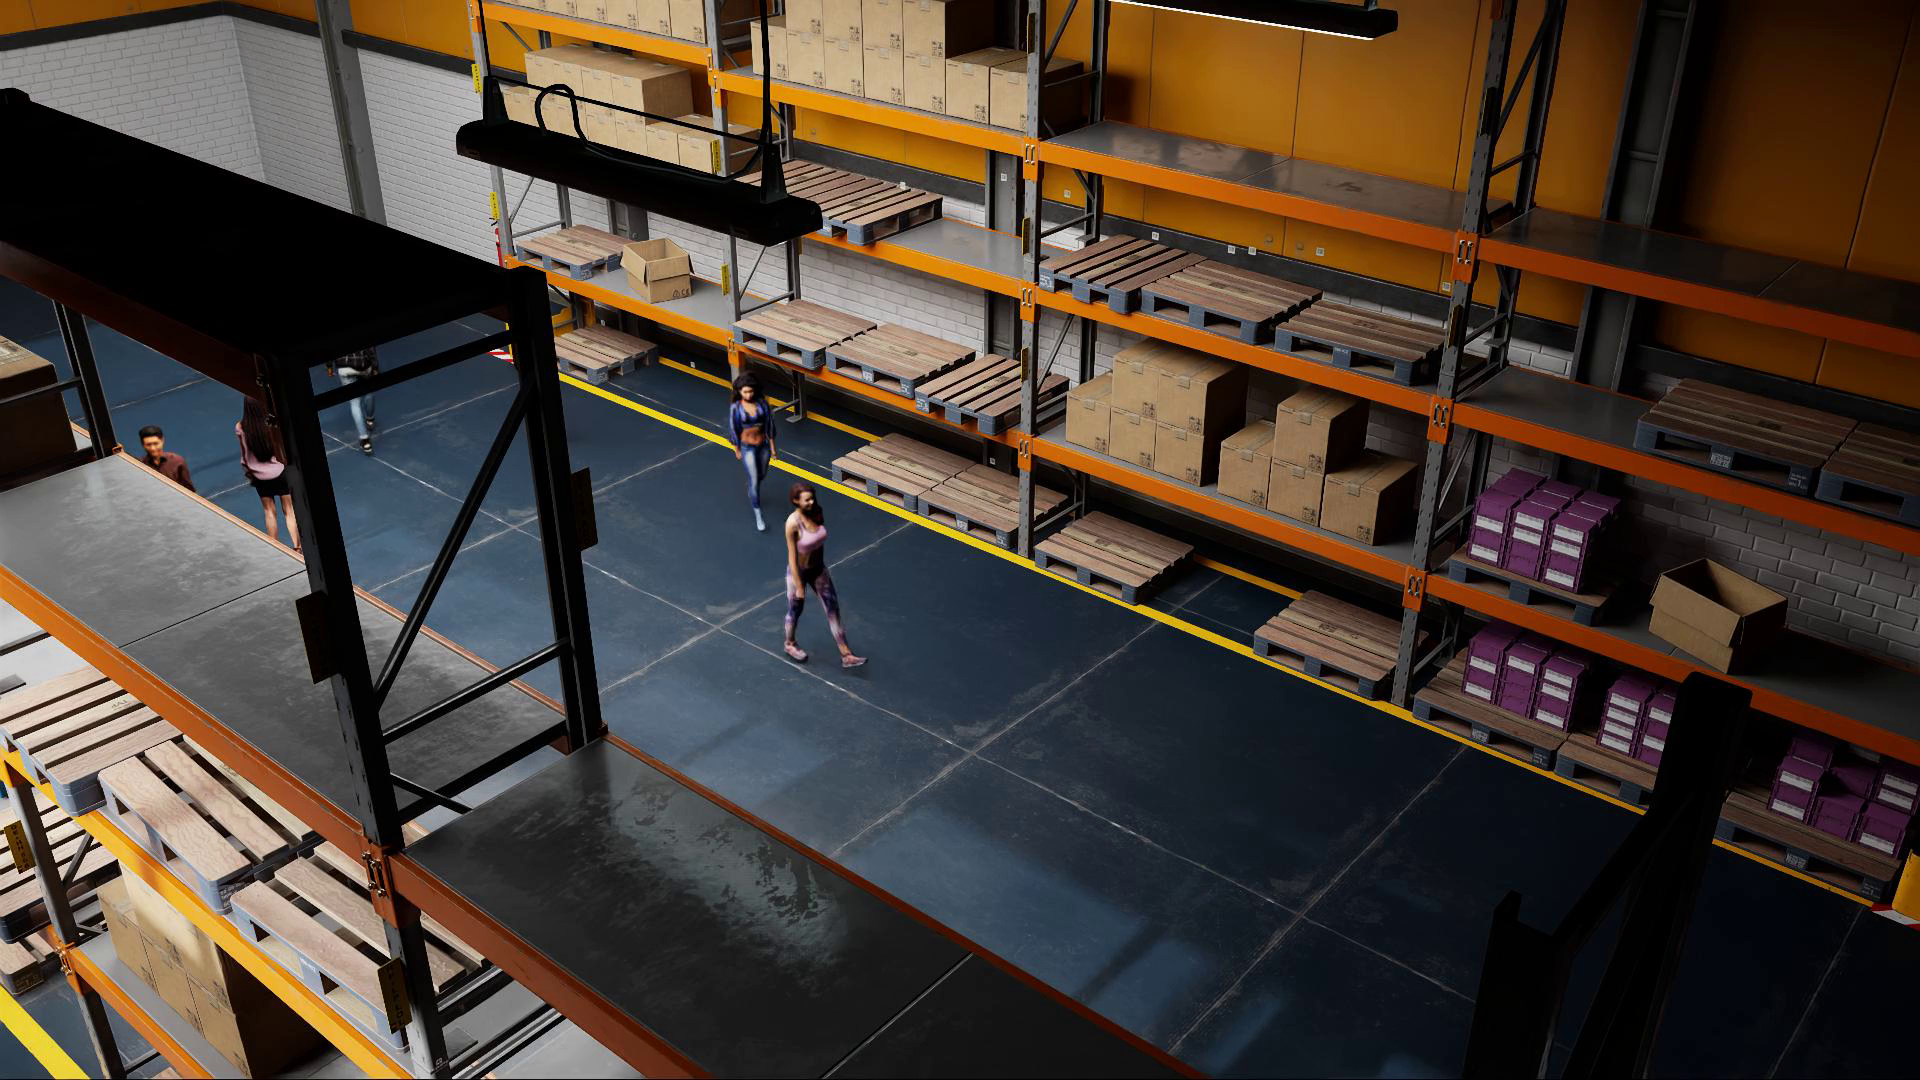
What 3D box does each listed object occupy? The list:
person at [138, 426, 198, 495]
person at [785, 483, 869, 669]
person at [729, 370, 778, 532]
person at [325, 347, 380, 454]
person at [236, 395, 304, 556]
[{"bbox_3d":[-7.186,-0.245,15.148,0.899,1.762,1.080,-14,31,-23],"label":"person"},{"bbox_3d":[-1.373,0.291,14.196,1.070,1.731,0.627,20,34,32],"label":"person"},{"bbox_3d":[-2.057,-0.938,16.592,0.916,1.595,1.108,-11,30,-19],"label":"person"},{"bbox_3d":[-6.556,-1.814,18.018,1.033,1.768,1.294,-12,31,-21],"label":"person"},{"bbox_3d":[-6.498,-0.581,15.710,0.698,1.812,0.745,-4,29,-7],"label":"person"}]
